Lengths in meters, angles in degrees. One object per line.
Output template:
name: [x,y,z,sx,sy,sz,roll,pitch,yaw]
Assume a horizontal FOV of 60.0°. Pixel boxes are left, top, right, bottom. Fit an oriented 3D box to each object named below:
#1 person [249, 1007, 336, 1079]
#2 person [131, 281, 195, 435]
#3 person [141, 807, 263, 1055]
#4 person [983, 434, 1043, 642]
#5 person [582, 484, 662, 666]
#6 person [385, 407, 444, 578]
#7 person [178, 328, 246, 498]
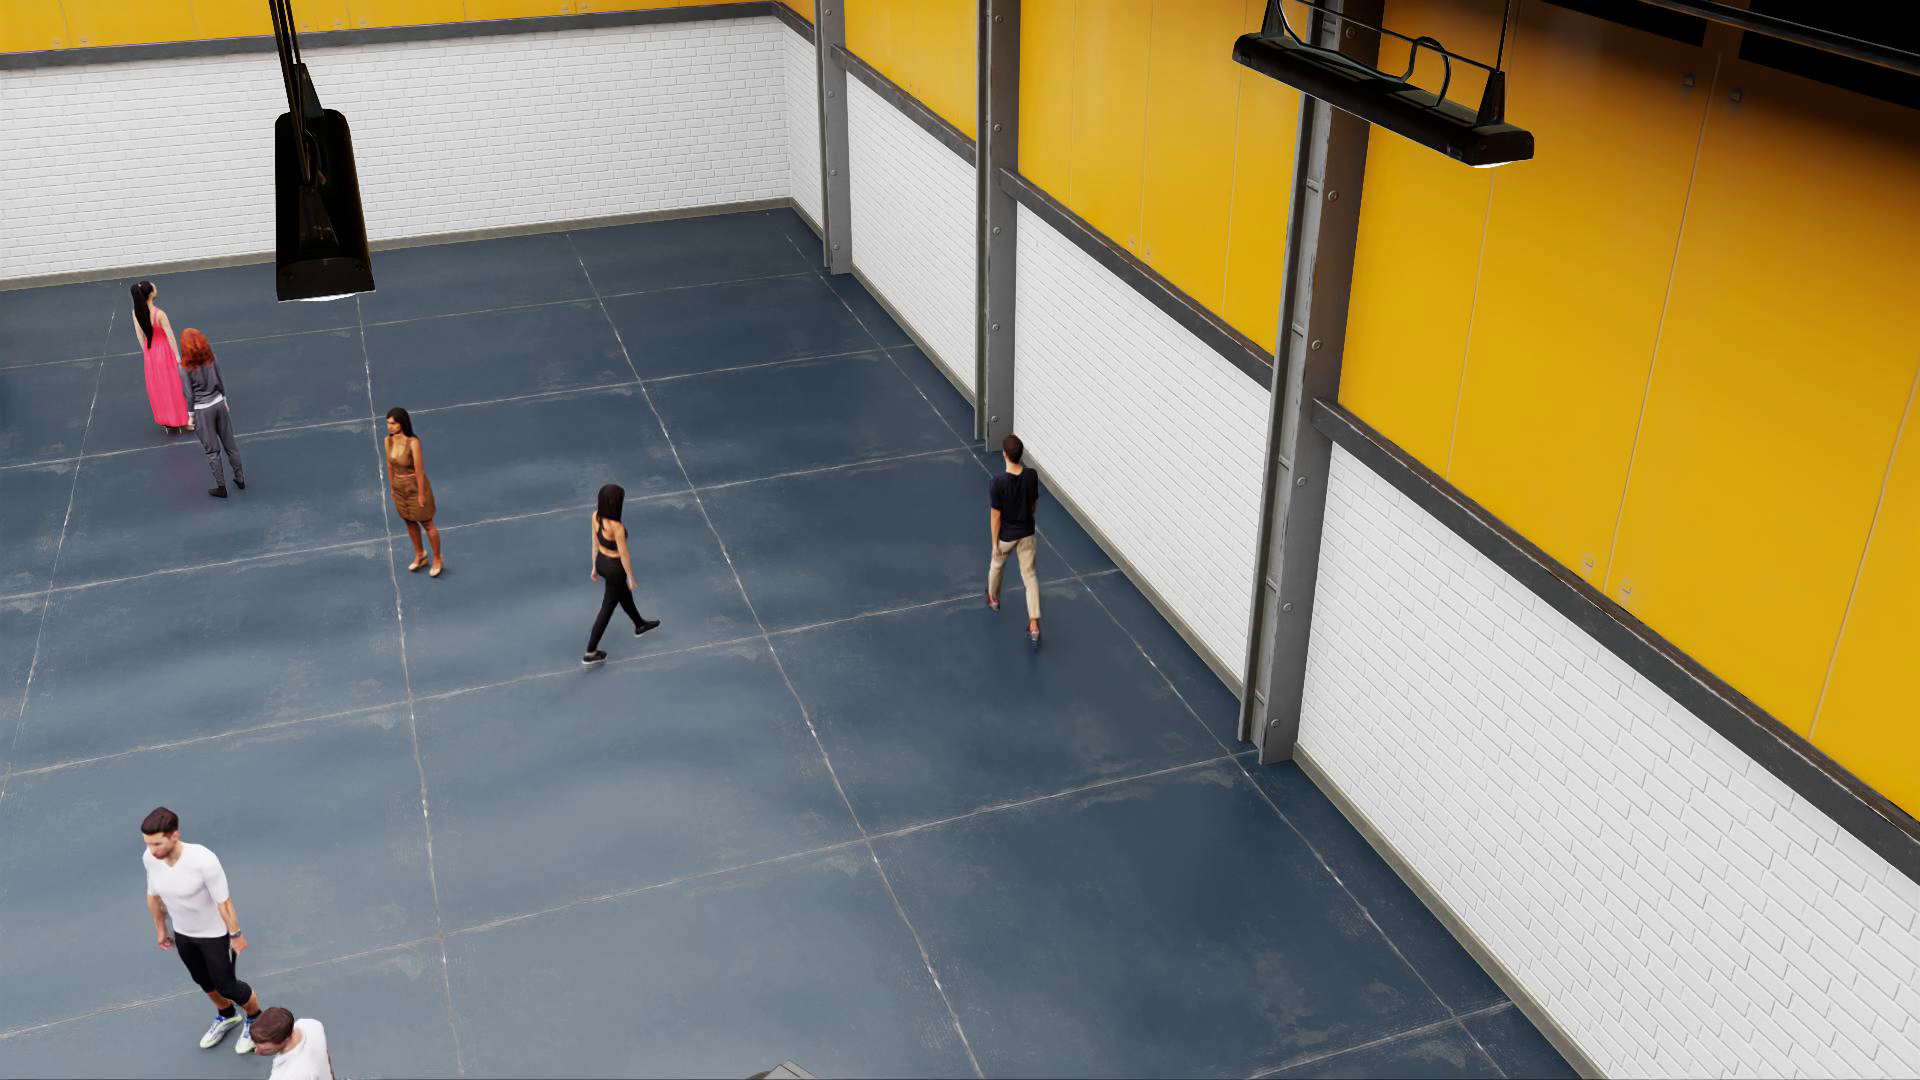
person: [-3.286,3.045,8.672,1.020,1.814,0.667,5,29,9]
person: [-8.635,-1.972,17.963,0.715,1.725,0.741,6,29,12]
person: [-4.533,2.322,9.973,0.822,1.838,0.847,8,30,15]
person: [0.520,0.013,14.234,0.640,1.812,1.182,-10,30,-17]
person: [-2.964,0.317,13.905,1.101,1.593,0.971,22,35,34]
person: [-5.006,-0.444,15.204,0.634,1.685,0.694,13,31,22]
person: [-7.520,-1.282,16.643,0.677,1.779,0.655,18,33,29]
